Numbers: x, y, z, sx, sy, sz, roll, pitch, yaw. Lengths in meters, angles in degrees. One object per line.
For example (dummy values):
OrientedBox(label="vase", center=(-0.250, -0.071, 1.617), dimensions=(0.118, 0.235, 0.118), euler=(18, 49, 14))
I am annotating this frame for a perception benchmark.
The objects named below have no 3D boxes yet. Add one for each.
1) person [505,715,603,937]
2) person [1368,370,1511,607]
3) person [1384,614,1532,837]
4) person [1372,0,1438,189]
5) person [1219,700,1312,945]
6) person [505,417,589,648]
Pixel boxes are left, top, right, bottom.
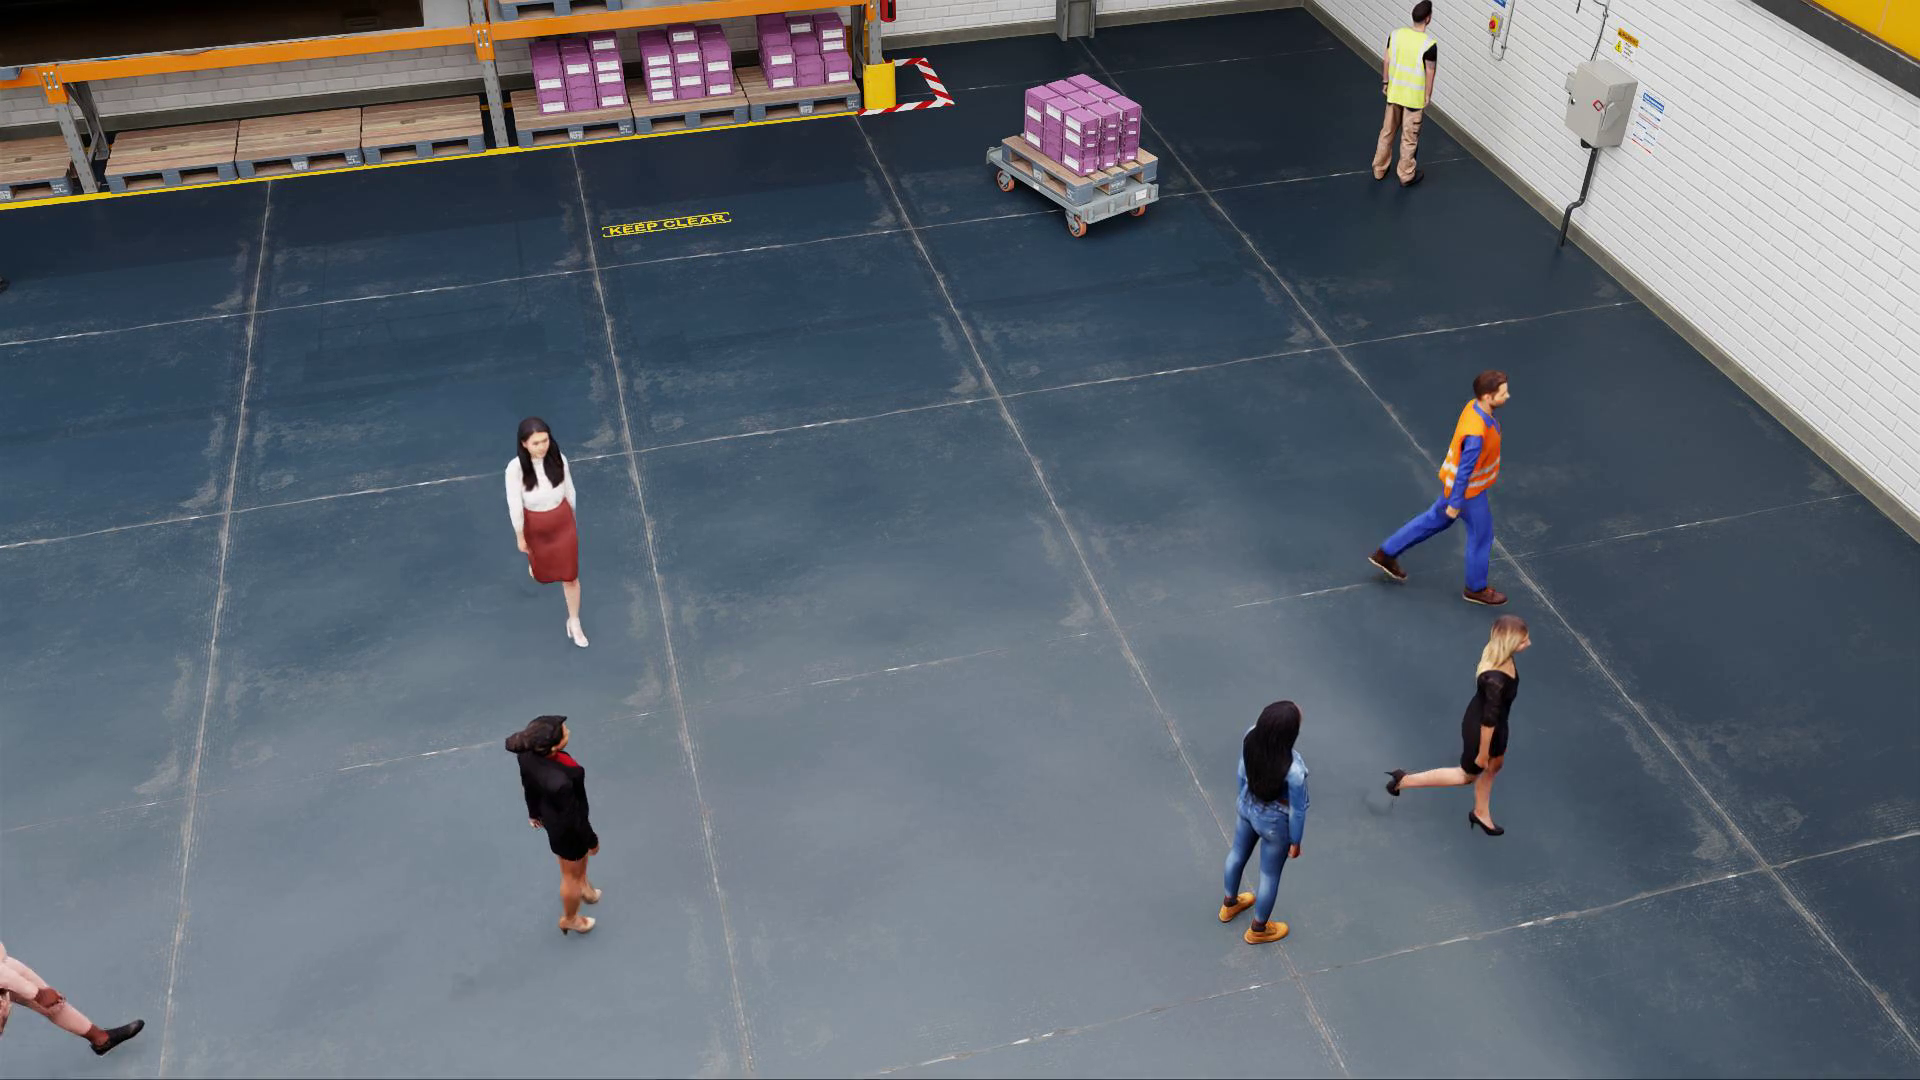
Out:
OrientedBox(label="person", center=(-2.181, 1.586, 8.906), dimensions=(0.760, 1.624, 0.715), euler=(-30, 48, -32))
OrientedBox(label="person", center=(3.293, -0.361, 11.182), dimensions=(1.317, 1.827, 1.100), euler=(10, 40, 12))
OrientedBox(label="person", center=(2.915, 1.066, 9.532), dimensions=(1.044, 1.654, 0.906), euler=(13, 40, 16))
OrientedBox(label="person", center=(4.349, -4.338, 16.145), dimensions=(0.848, 1.847, 0.895), euler=(29, 47, 31))
OrientedBox(label="person", center=(1.640, 1.502, 8.940), dimensions=(0.633, 1.712, 0.672), euler=(-23, 44, -26))
OrientedBox(label="person", center=(-2.727, -0.083, 10.908), dimensions=(0.934, 1.734, 0.823), euler=(-21, 43, -24))
